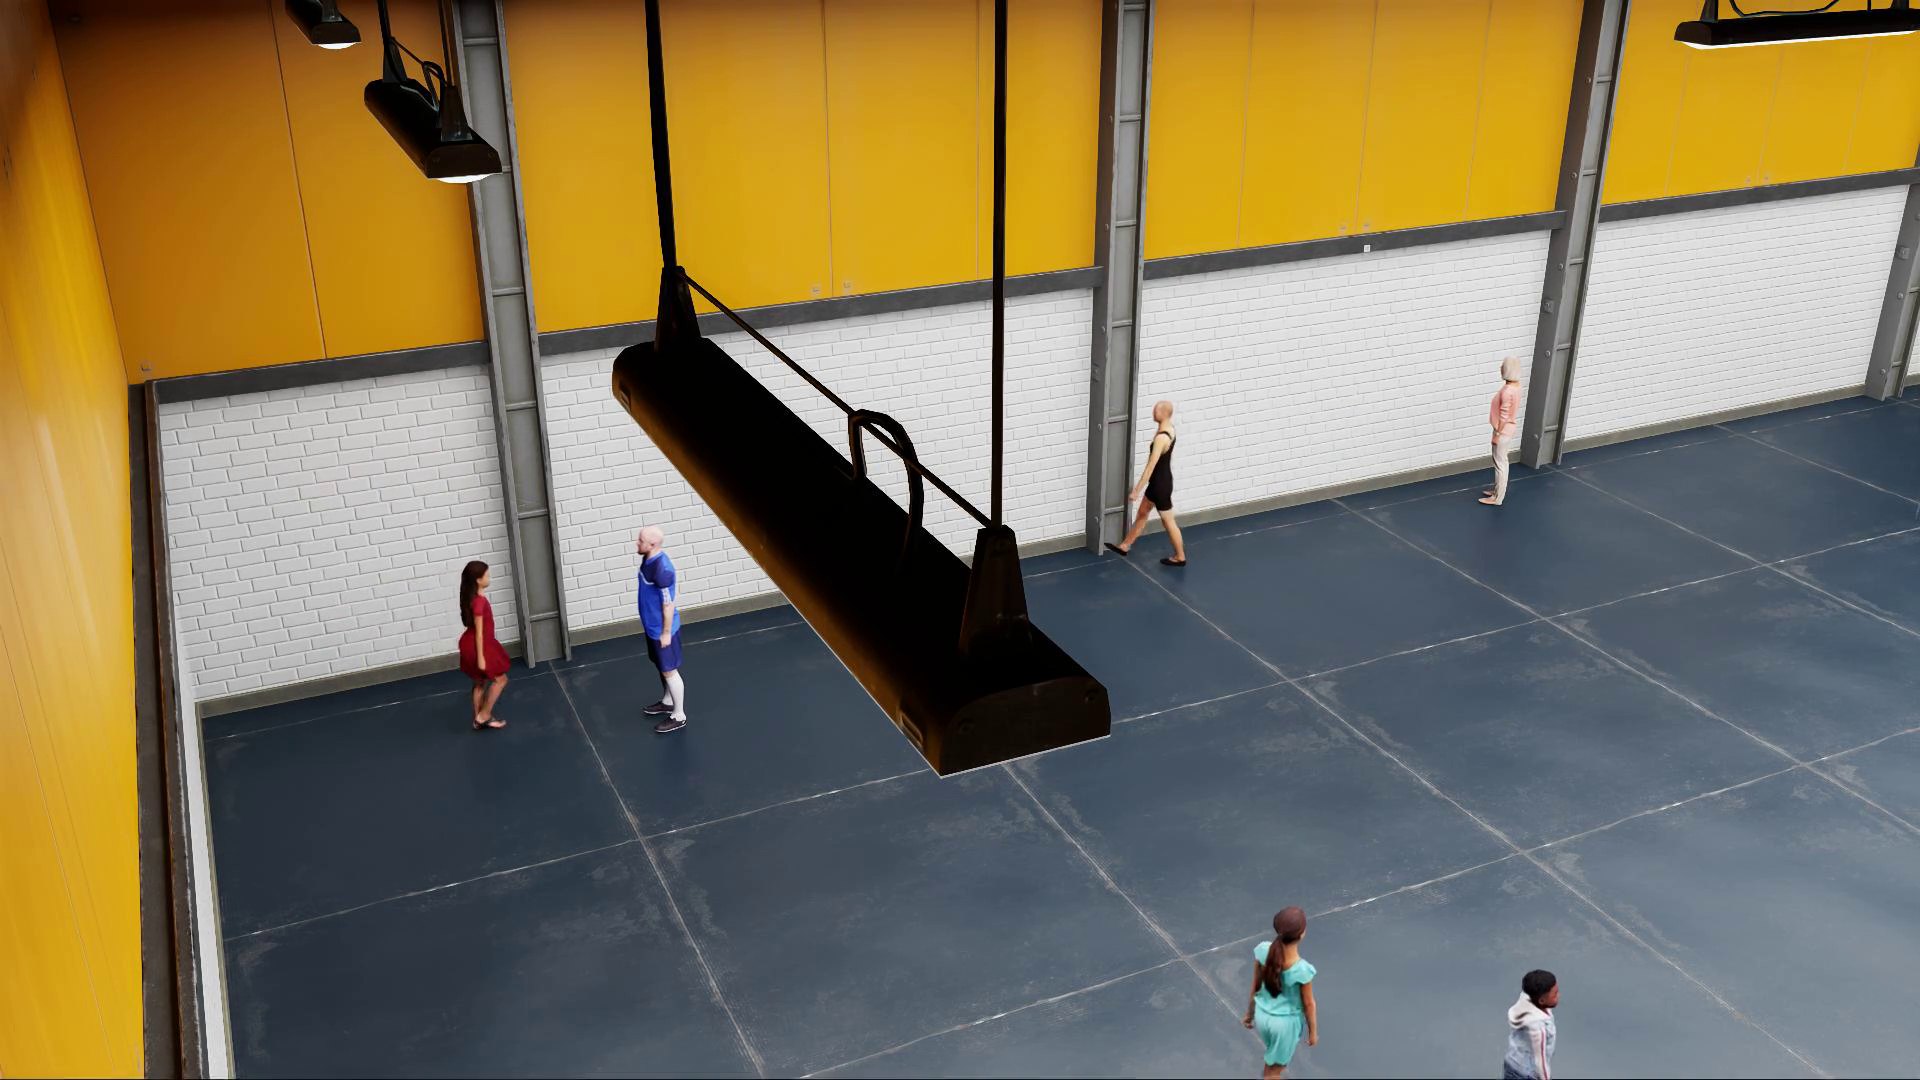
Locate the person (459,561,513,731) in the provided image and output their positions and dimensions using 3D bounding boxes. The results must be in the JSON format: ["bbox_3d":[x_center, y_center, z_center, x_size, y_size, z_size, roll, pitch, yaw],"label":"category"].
[{"bbox_3d":[-4.112,0.920,13.970,0.609,1.537,0.563,-11,26,-23],"label":"person"}]

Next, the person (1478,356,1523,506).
[{"bbox_3d":[6.107,-1.239,18.675,0.742,1.725,0.654,12,26,25],"label":"person"}]

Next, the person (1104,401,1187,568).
[{"bbox_3d":[2.138,-0.524,16.978,1.194,1.773,1.049,4,24,10],"label":"person"}]

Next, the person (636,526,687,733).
[{"bbox_3d":[-2.528,0.724,14.039,0.533,1.841,0.656,-10,26,-22],"label":"person"}]

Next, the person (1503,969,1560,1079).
[{"bbox_3d":[3.199,3.003,9.572,0.752,1.243,0.680,7,25,16],"label":"person"}]

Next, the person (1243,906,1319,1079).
[{"bbox_3d":[1.801,2.816,9.621,0.814,1.546,0.688,-21,31,-39],"label":"person"}]
